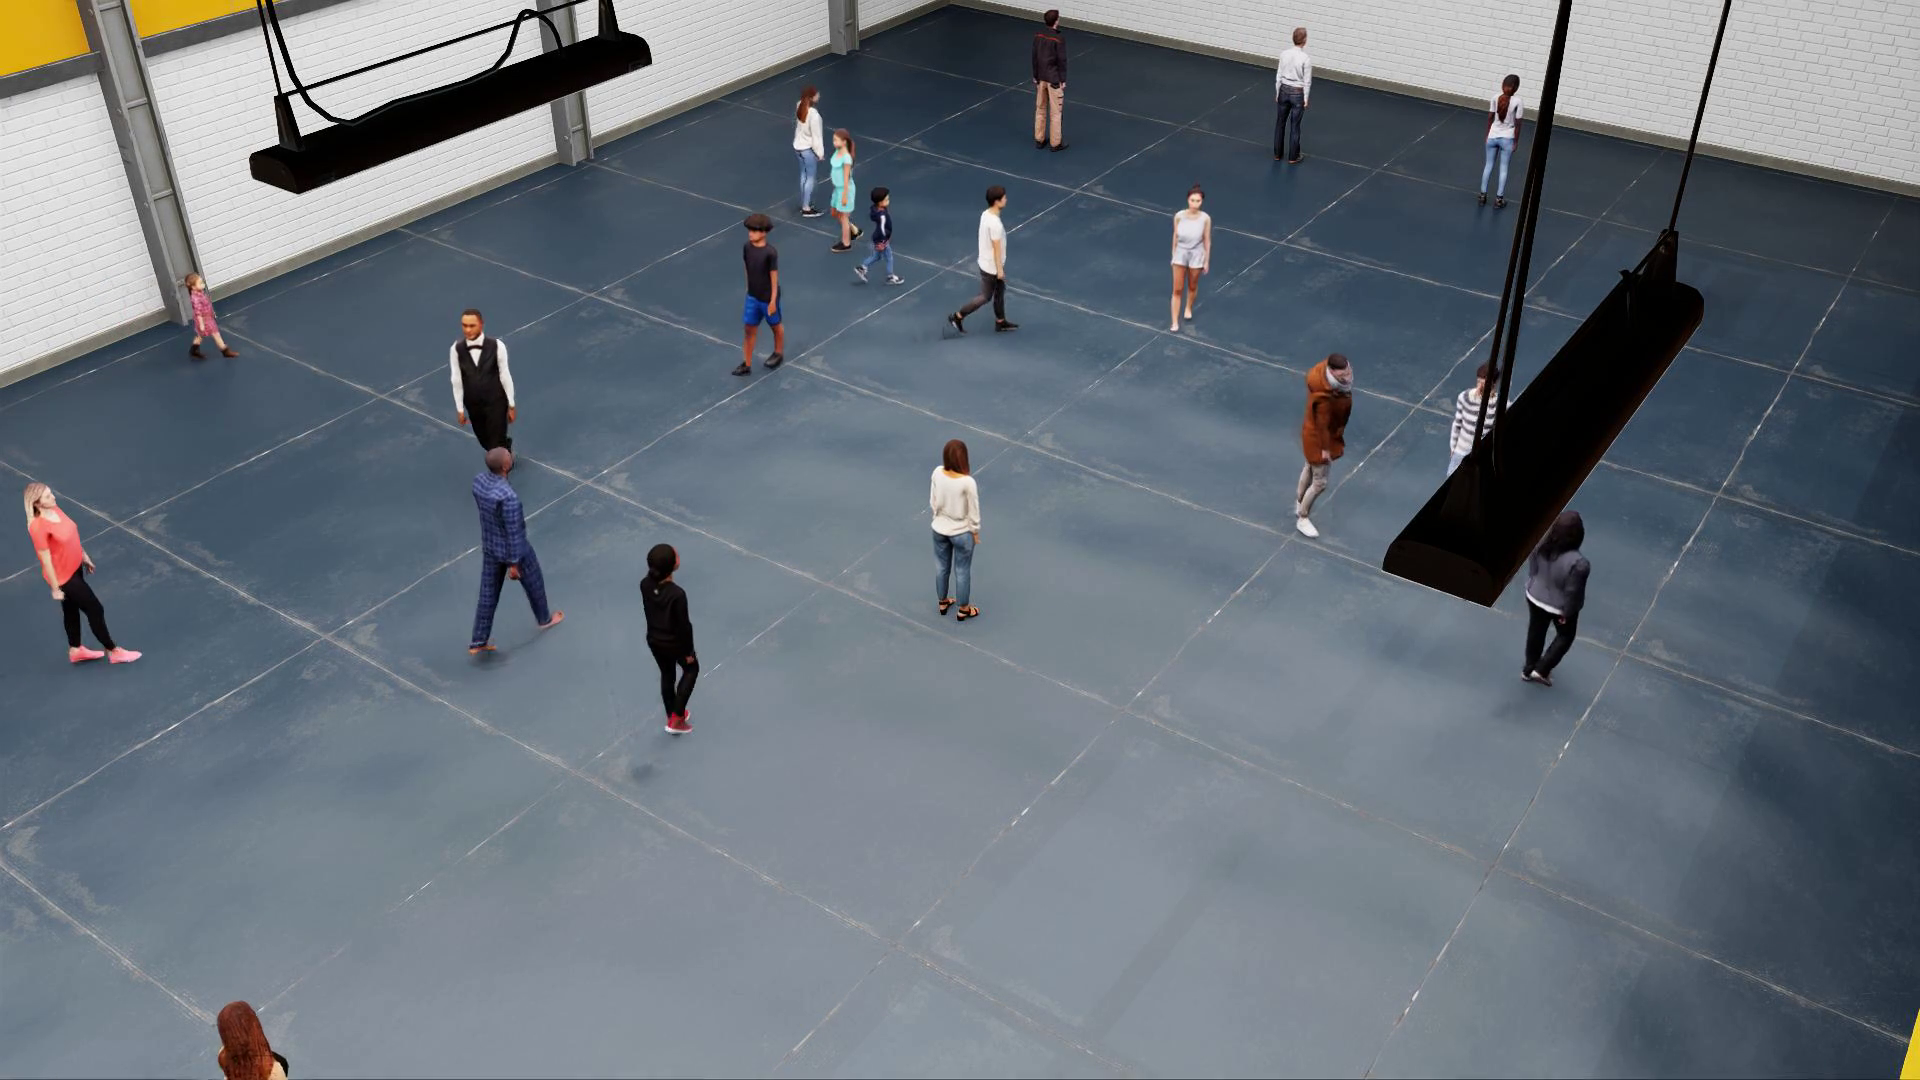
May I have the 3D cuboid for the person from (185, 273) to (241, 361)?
[{"bbox_3d":[-8.137,-2.385,17.784,0.781,1.014,0.685,-9,35,-14],"label":"person"}]

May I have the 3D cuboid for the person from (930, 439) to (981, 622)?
[{"bbox_3d":[-0.049,-0.087,13.724,0.606,1.682,0.534,23,40,30],"label":"person"}]

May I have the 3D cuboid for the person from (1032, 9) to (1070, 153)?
[{"bbox_3d":[1.237,-6.337,22.909,0.685,1.925,0.584,23,40,30],"label":"person"}]

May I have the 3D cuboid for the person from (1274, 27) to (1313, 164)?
[{"bbox_3d":[4.510,-6.048,22.568,0.640,1.819,0.550,23,40,30],"label":"person"}]

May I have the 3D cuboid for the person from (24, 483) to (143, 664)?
[{"bbox_3d":[-7.160,0.295,13.152,0.945,1.679,0.881,-6,34,-9],"label":"person"}]

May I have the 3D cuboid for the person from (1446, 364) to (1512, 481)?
[{"bbox_3d":[4.566,-0.756,14.613,0.693,1.812,1.064,18,38,25],"label":"person"}]

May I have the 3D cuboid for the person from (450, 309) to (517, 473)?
[{"bbox_3d":[-4.341,-1.285,15.340,1.134,1.888,1.312,1,34,1],"label":"person"}]

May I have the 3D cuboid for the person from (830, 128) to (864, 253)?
[{"bbox_3d":[-1.340,-4.230,20.071,0.790,1.556,0.724,-11,35,-15],"label":"person"}]

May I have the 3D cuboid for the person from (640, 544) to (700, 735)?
[{"bbox_3d":[-2.211,0.799,12.411,0.650,1.660,0.706,16,37,22],"label":"person"}]

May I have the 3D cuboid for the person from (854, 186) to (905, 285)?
[{"bbox_3d":[-0.967,-3.530,19.337,0.853,1.203,0.811,-4,34,-5],"label":"person"}]

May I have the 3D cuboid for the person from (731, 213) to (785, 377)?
[{"bbox_3d":[-2.003,-2.609,17.437,0.679,1.772,0.984,18,38,25],"label":"person"}]

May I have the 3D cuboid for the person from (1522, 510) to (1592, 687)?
[{"bbox_3d":[4.580,0.479,12.962,0.779,1.584,0.755,-22,40,-30],"label":"person"}]

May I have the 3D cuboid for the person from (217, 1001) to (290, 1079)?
[{"bbox_3d":[-3.716,3.193,8.796,0.700,1.674,1.176,17,37,23],"label":"person"}]

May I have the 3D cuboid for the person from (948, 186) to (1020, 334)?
[{"bbox_3d":[0.262,-3.012,18.112,1.082,1.697,1.058,-4,34,-5],"label":"person"}]

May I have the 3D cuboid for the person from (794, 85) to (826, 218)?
[{"bbox_3d":[-1.929,-4.959,21.059,0.759,1.676,0.743,26,41,33],"label":"person"}]

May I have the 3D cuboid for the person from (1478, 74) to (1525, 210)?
[{"bbox_3d":[6.908,-5.099,21.231,0.576,1.719,0.509,23,40,30],"label":"person"}]

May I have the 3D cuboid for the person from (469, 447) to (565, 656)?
[{"bbox_3d":[-3.716,0.123,13.325,0.669,1.774,1.120,21,39,28],"label":"person"}]

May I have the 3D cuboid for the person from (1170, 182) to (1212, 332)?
[{"bbox_3d":[2.557,-3.163,18.434,0.811,1.591,0.995,6,34,10],"label":"person"}]

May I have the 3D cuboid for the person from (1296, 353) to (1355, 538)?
[{"bbox_3d":[3.197,-0.943,14.895,1.011,1.811,0.835,-3,34,-5],"label":"person"}]
